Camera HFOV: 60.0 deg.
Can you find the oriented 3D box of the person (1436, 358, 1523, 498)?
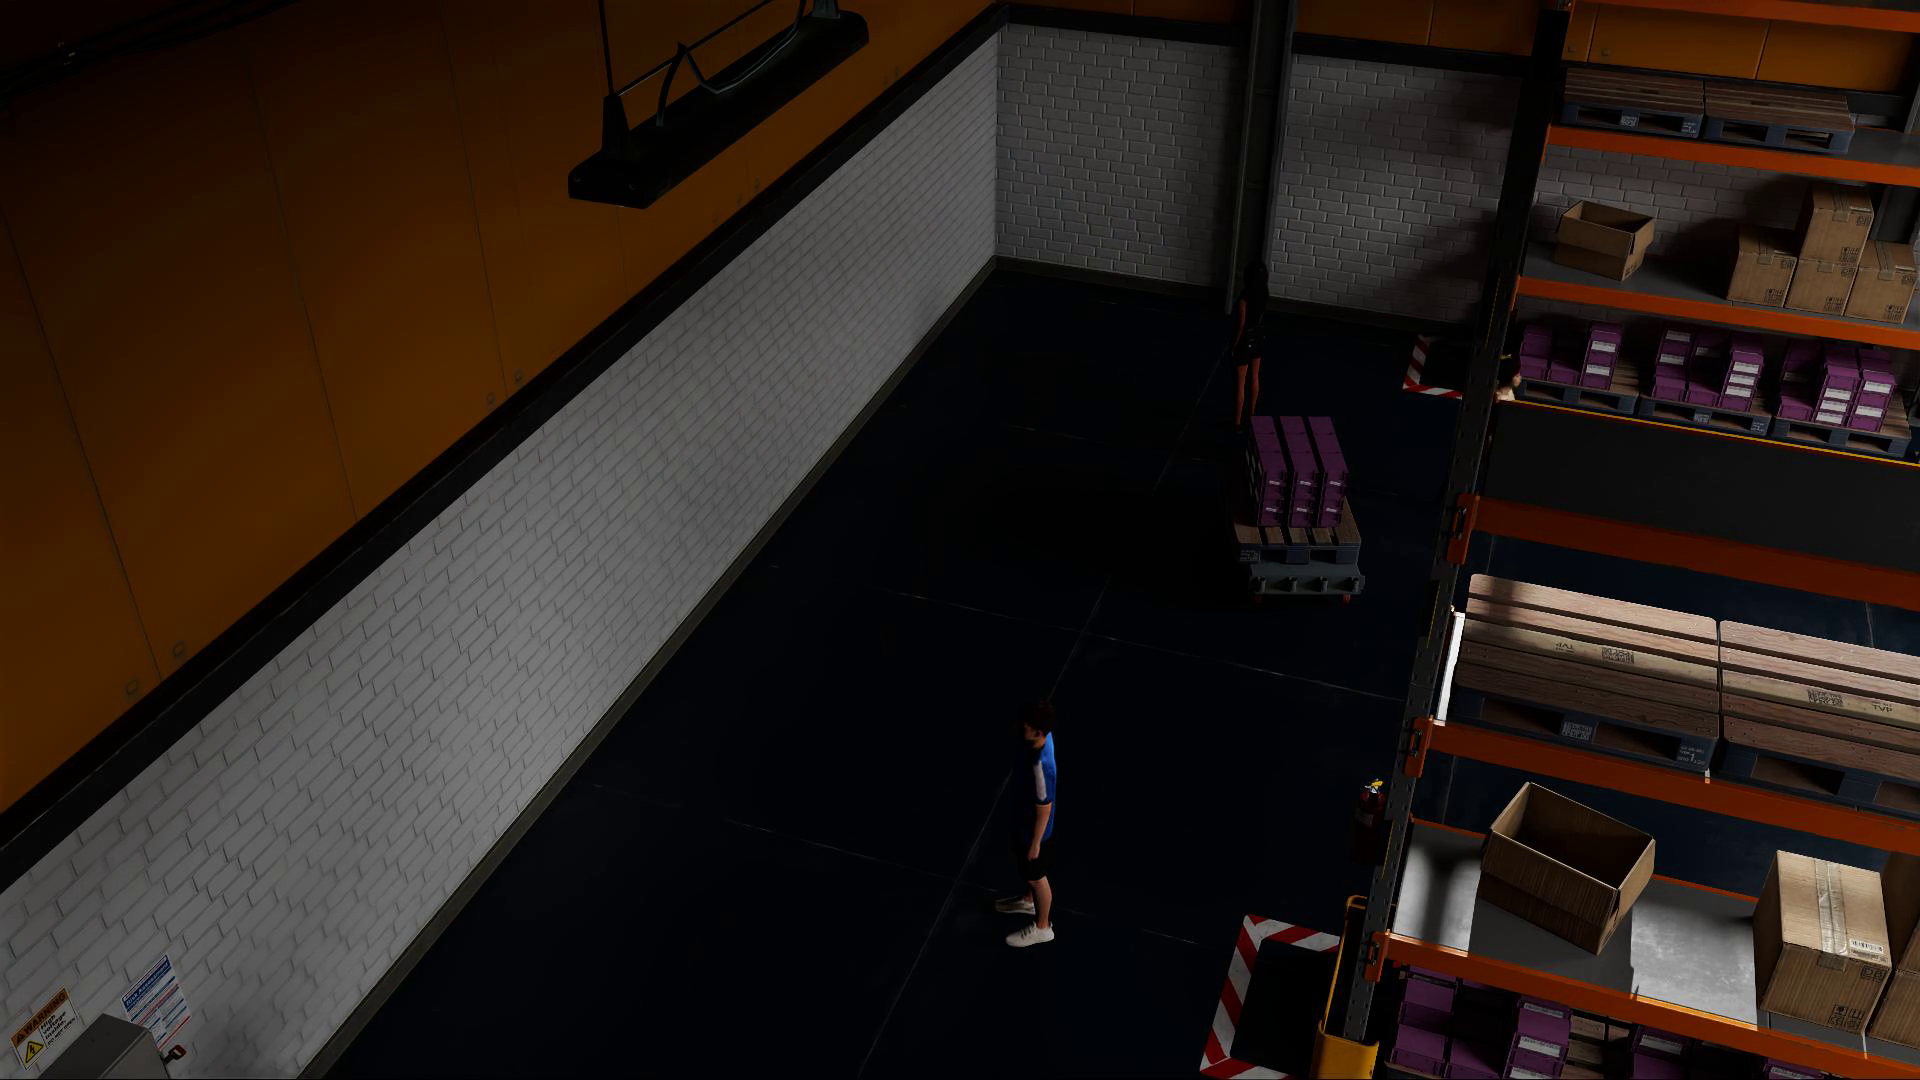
[{"bbox_3d":[4.580,-0.877,14.500,0.999,1.548,0.605,13,36,19],"label":"person"}]

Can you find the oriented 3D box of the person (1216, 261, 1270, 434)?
[{"bbox_3d":[2.724,-1.846,15.783,0.647,1.741,0.663,27,42,34],"label":"person"}]

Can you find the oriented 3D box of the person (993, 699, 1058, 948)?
[{"bbox_3d":[0.453,1.727,10.295,0.745,1.866,0.736,-6,34,-9],"label":"person"}]
